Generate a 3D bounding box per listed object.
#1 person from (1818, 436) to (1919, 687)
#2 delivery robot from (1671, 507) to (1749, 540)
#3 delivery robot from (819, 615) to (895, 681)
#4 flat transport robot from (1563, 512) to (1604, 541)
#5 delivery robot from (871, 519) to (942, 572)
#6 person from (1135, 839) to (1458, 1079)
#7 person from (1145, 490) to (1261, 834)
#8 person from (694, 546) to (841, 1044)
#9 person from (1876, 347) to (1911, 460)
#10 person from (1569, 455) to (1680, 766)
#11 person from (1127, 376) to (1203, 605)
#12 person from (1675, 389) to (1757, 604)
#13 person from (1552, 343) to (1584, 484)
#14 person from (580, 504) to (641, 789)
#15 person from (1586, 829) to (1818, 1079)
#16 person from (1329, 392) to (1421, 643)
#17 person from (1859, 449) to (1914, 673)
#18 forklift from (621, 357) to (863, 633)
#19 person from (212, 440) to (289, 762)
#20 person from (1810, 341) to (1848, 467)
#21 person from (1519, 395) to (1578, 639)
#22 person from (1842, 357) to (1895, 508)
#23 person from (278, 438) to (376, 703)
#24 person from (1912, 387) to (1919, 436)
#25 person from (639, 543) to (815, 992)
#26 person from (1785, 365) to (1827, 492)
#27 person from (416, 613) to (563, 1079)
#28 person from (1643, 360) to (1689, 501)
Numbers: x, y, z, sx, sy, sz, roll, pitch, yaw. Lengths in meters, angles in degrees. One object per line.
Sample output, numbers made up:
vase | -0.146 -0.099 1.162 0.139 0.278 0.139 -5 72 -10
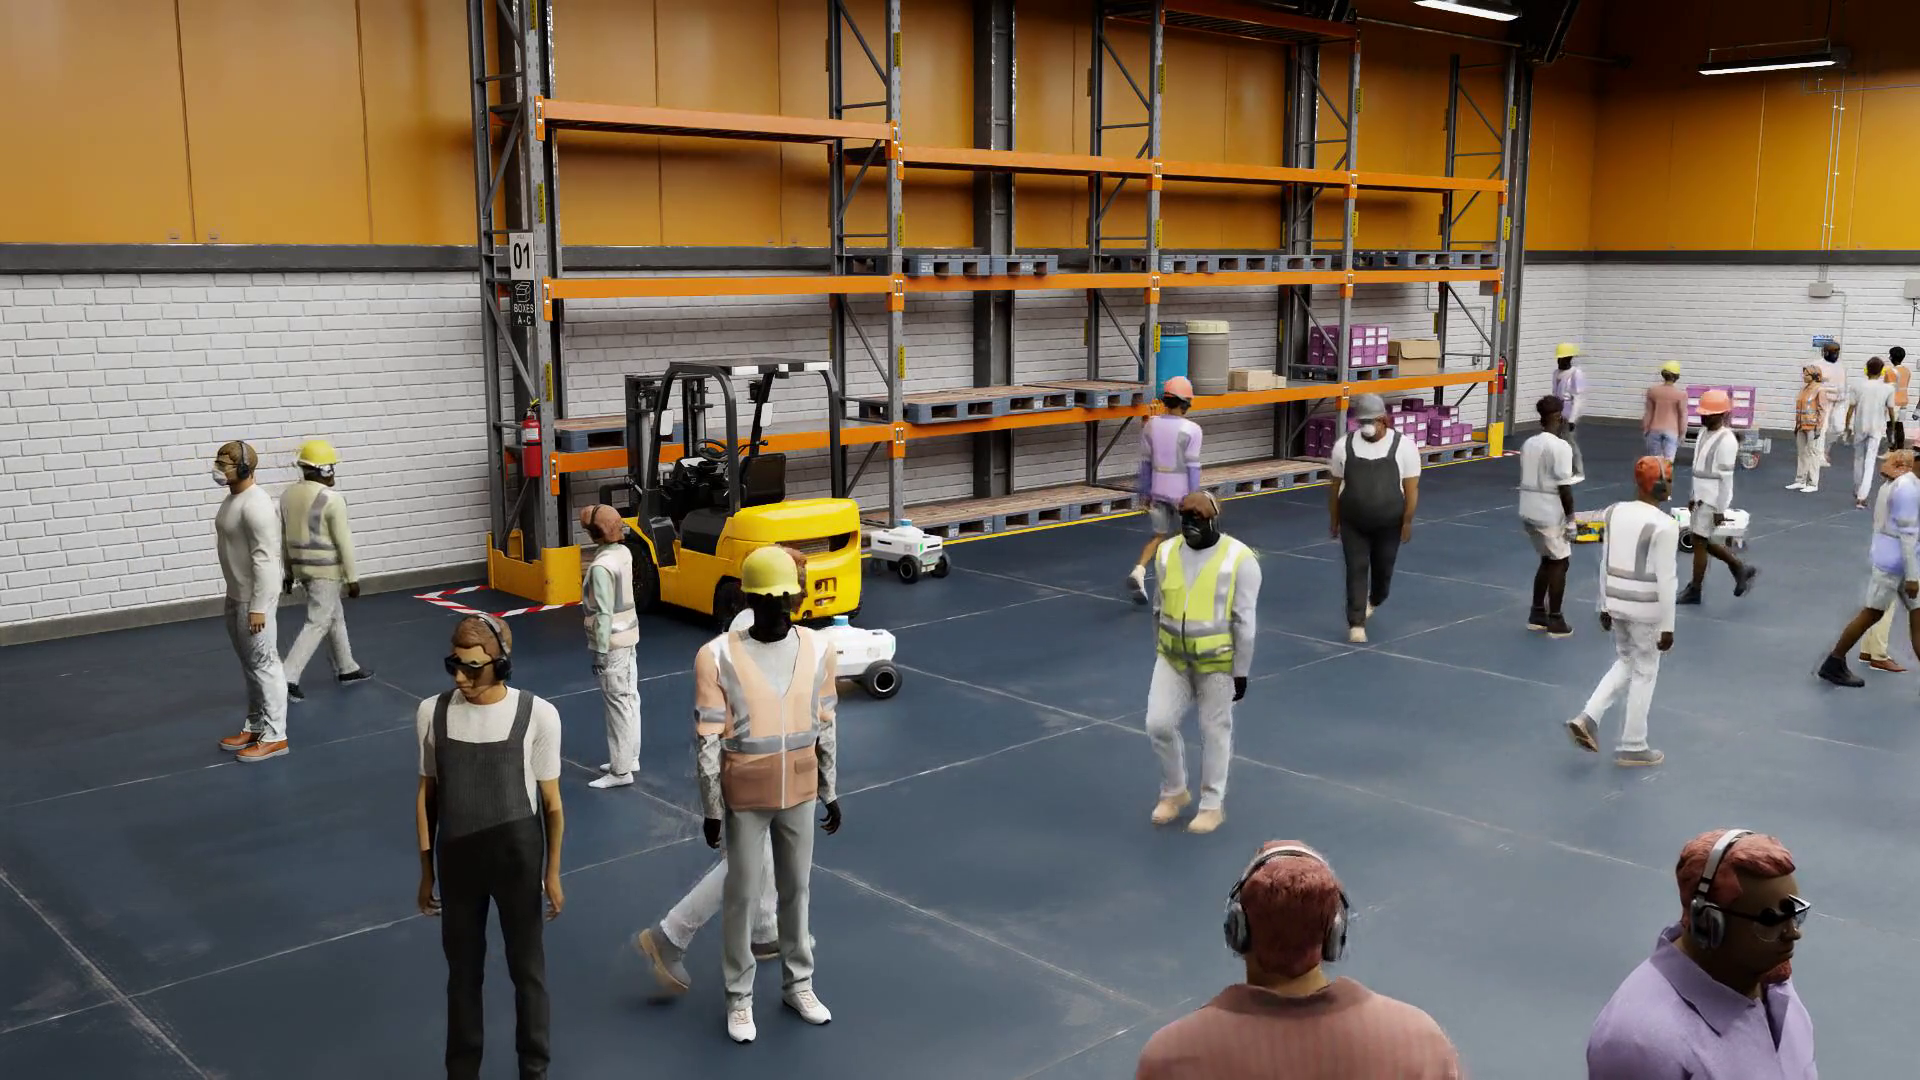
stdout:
person | 6.497 0.161 11.473 0.992 1.865 0.557 9 13 43
delivery robot | 7.728 -0.205 17.150 0.707 0.478 0.477 2 10 11
delivery robot | -0.819 0.764 11.473 0.707 0.478 0.477 -3 10 -19
flat transport robot | 7.035 -0.171 18.053 1.431 0.197 0.652 -4 10 -21
delivery robot | -0.507 0.047 15.675 0.707 0.478 0.477 9 13 41
person | 0.646 1.542 3.293 0.677 1.889 0.617 0 10 -1
person | 1.253 0.645 8.731 0.631 1.830 0.488 6 11 32
person | -0.735 0.975 6.493 0.587 1.930 0.360 -5 11 -28
person | 13.908 -2.028 24.746 0.537 1.699 0.321 -7 12 -34
person | 3.976 0.430 9.844 0.484 1.871 0.596 -3 10 -18
person | 1.776 -0.395 14.283 0.614 2.026 0.802 9 13 43
person | 6.565 -0.362 14.384 0.683 1.911 0.583 0 10 3
person | 8.006 -1.670 22.096 0.818 1.892 0.607 -3 10 -17
person | -1.995 0.603 9.530 0.313 1.637 0.513 1 10 3
person | 1.539 1.512 3.420 0.646 1.908 0.408 -9 13 -42
person | 3.318 -0.243 13.302 0.700 2.000 0.845 3 10 18
person | 6.857 0.143 12.229 0.271 1.632 0.509 2 10 13
forklift | -1.847 -0.414 13.852 1.214 2.155 2.313 -9 13 -42
person | -4.307 0.361 10.067 0.371 1.940 0.630 -8 12 -38
person | 12.520 -1.956 24.002 0.638 1.821 0.450 -2 10 -10
person | 4.702 -0.192 13.344 0.415 1.922 0.639 -2 10 -9
person | 11.047 -1.309 20.223 0.565 1.812 0.986 6 11 31
person | -4.446 0.201 11.446 0.610 1.797 0.906 6 11 32
person | 13.561 -1.862 23.282 0.508 1.872 0.329 -4 11 -24
person | -0.970 0.937 6.959 0.740 1.860 0.616 -4 10 -21
person | 10.948 -1.435 21.453 0.308 1.639 0.524 -1 10 -5
person | -1.623 1.147 5.755 0.506 1.841 0.345 0 10 -1
person | 8.731 -1.346 20.580 0.404 1.757 0.542 -9 13 -43
